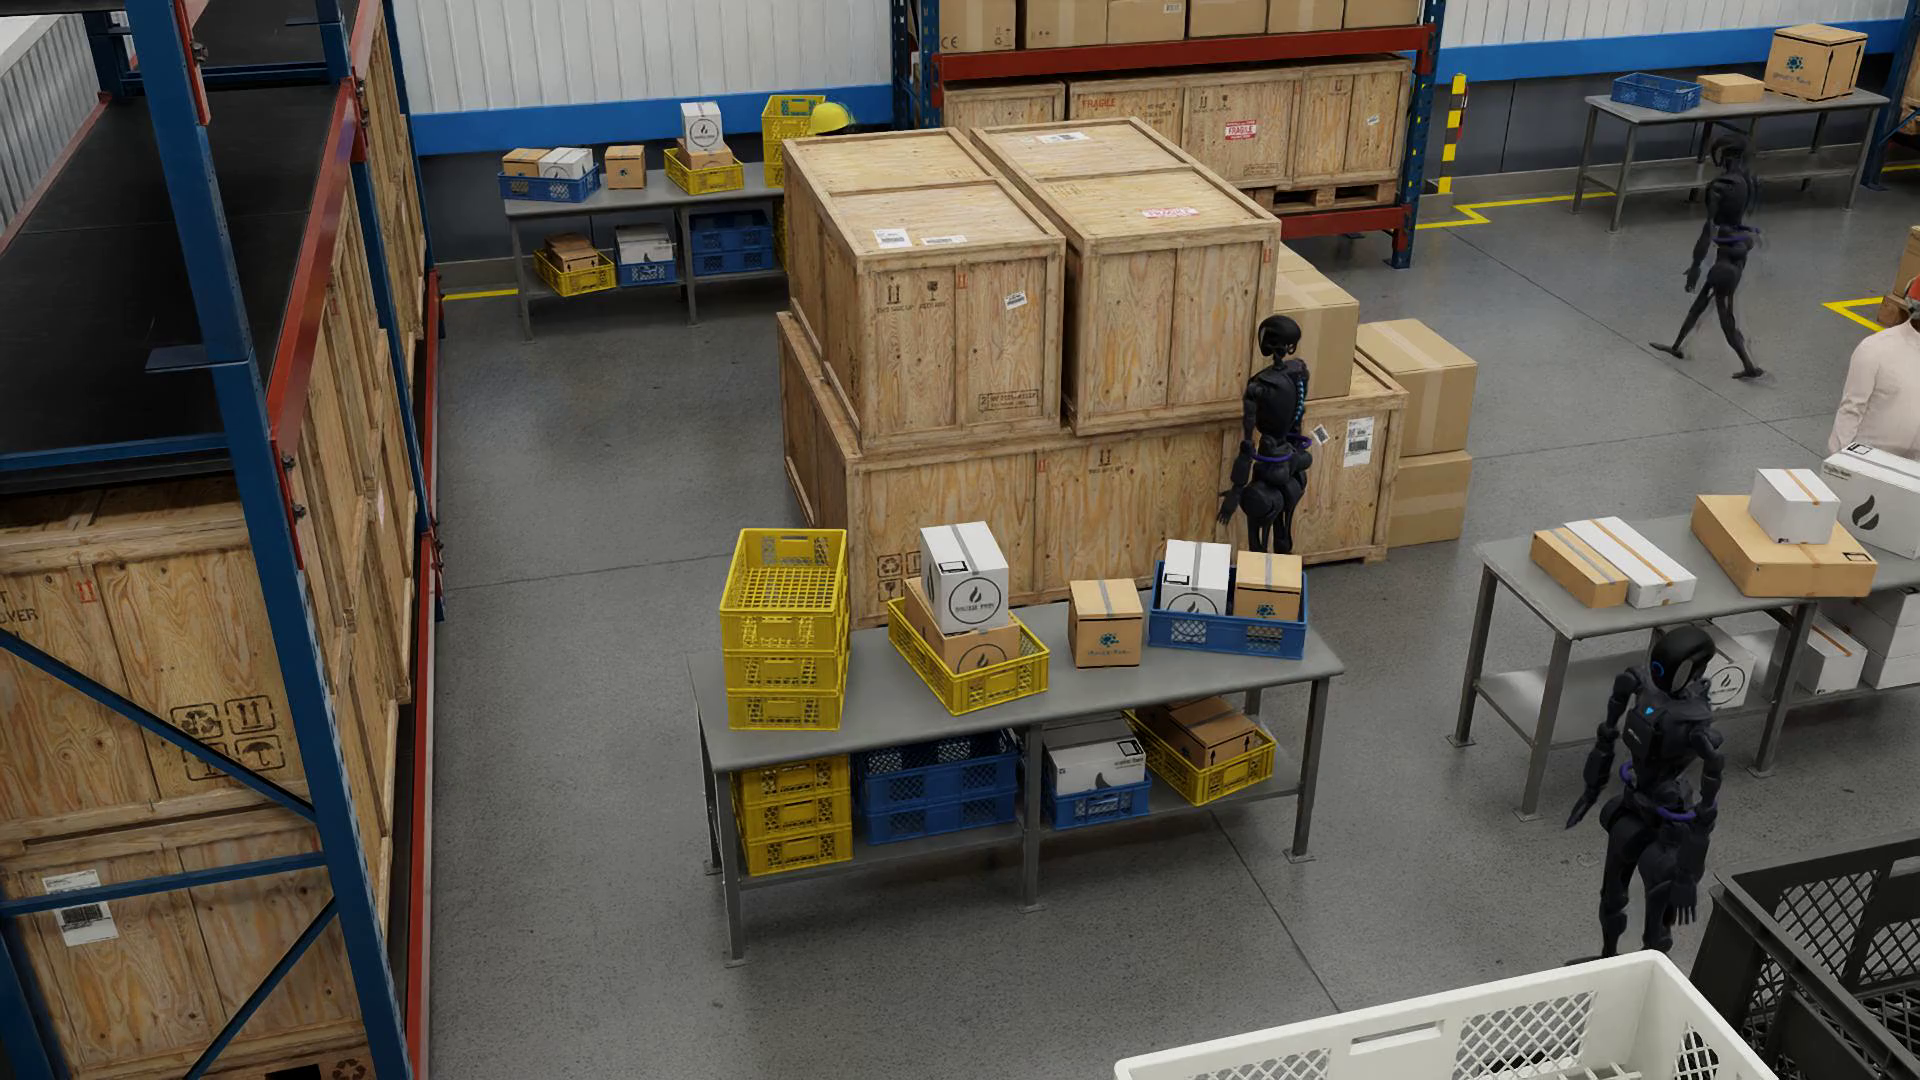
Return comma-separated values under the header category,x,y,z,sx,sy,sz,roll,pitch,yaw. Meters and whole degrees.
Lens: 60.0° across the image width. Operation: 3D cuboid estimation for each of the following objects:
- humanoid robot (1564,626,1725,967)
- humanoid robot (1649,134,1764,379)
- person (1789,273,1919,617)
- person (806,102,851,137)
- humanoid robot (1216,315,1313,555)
category,x,y,z,sx,sy,sz,roll,pitch,yaw
humanoid robot,2.420,1.010,5.829,0.364,1.649,0.594,-8,30,-14
humanoid robot,5.181,-1.890,11.159,0.776,1.641,0.640,18,33,29
person,4.494,-0.398,8.064,0.616,1.986,0.406,-6,29,-10
person,-0.755,-1.950,10.983,0.857,1.894,0.587,-9,30,-16
humanoid robot,1.524,-0.321,8.224,0.321,1.657,0.603,24,37,36
